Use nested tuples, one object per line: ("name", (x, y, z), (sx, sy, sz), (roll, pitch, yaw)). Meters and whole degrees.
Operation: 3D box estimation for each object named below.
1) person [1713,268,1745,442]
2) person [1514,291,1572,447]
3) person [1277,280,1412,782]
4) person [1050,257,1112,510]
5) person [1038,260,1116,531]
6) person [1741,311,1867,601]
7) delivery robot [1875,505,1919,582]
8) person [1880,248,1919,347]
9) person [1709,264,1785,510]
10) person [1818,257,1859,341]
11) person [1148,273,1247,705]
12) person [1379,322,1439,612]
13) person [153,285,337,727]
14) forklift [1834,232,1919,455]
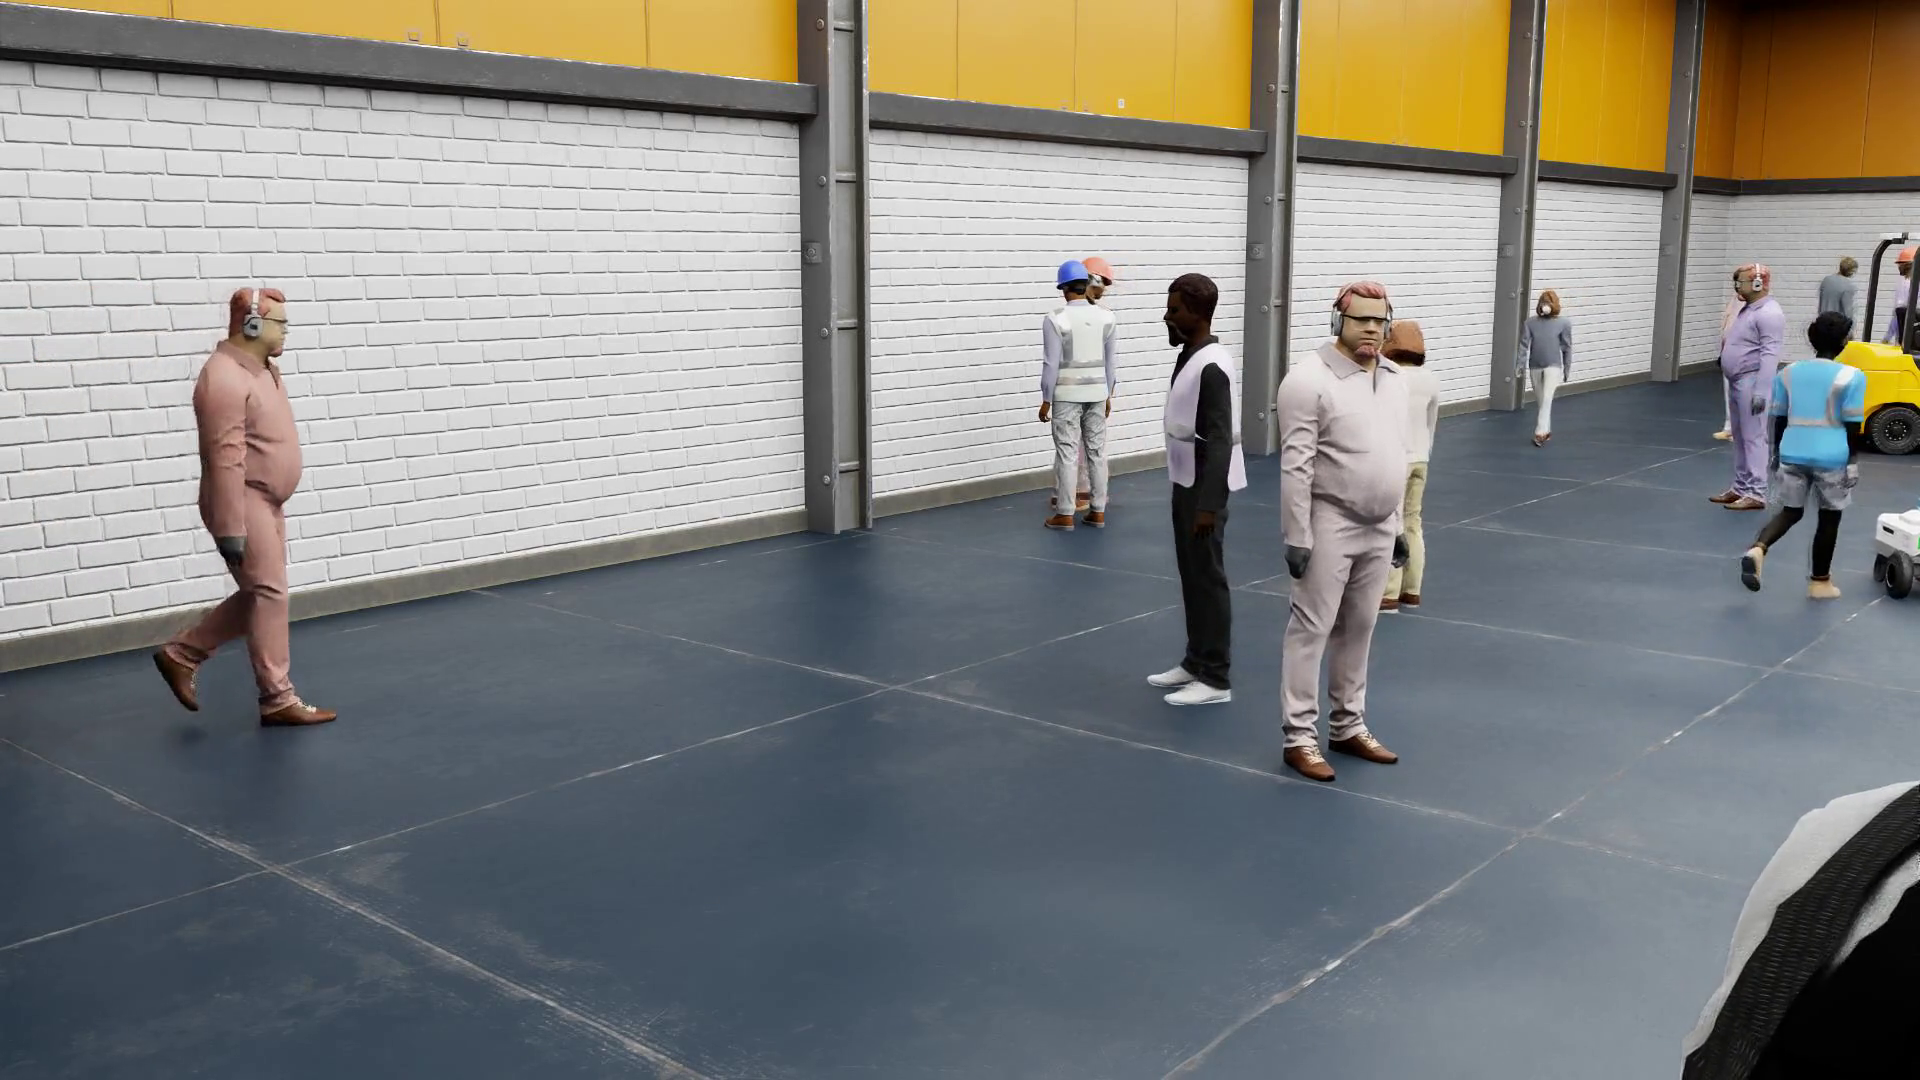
("person", (8.234, -1.943, 17.482), (0.432, 1.827, 0.641), (-2, 10, -13))
("person", (6.029, -1.769, 17.174), (0.502, 1.587, 0.869), (8, 13, 40))
("person", (1.512, -0.040, 6.426), (0.642, 1.905, 0.399), (-7, 12, -34))
("person", (0.933, -1.204, 12.894), (0.433, 1.962, 0.662), (2, 10, 12))
("person", (0.840, -1.034, 11.981), (0.604, 1.938, 0.402), (-5, 11, -26))
("person", (4.823, -0.459, 9.470), (0.620, 1.680, 0.542), (-6, 11, -30))
("delivery robot", (5.686, -0.005, 9.791), (0.477, 0.478, 0.707), (2, 10, 10))
("person", (11.333, -2.484, 20.045), (0.521, 2.030, 0.686), (9, 14, 43))
("person", (6.128, -1.186, 12.953), (0.401, 1.903, 0.672), (1, 10, 8))
("person", (12.028, -2.932, 22.932), (0.427, 1.901, 0.681), (-2, 10, -11))
("person", (1.075, -0.224, 7.428), (0.372, 1.916, 0.596), (-1, 10, -4))
("person", (2.426, -0.402, 9.317), (0.603, 1.609, 0.319), (-7, 12, -35))
("person", (-3.066, -0.129, 7.007), (0.679, 1.879, 0.657), (-2, 10, -9))
("forklift", (9.955, -1.972, 16.595), (2.313, 2.155, 1.214), (1, 10, 8))
